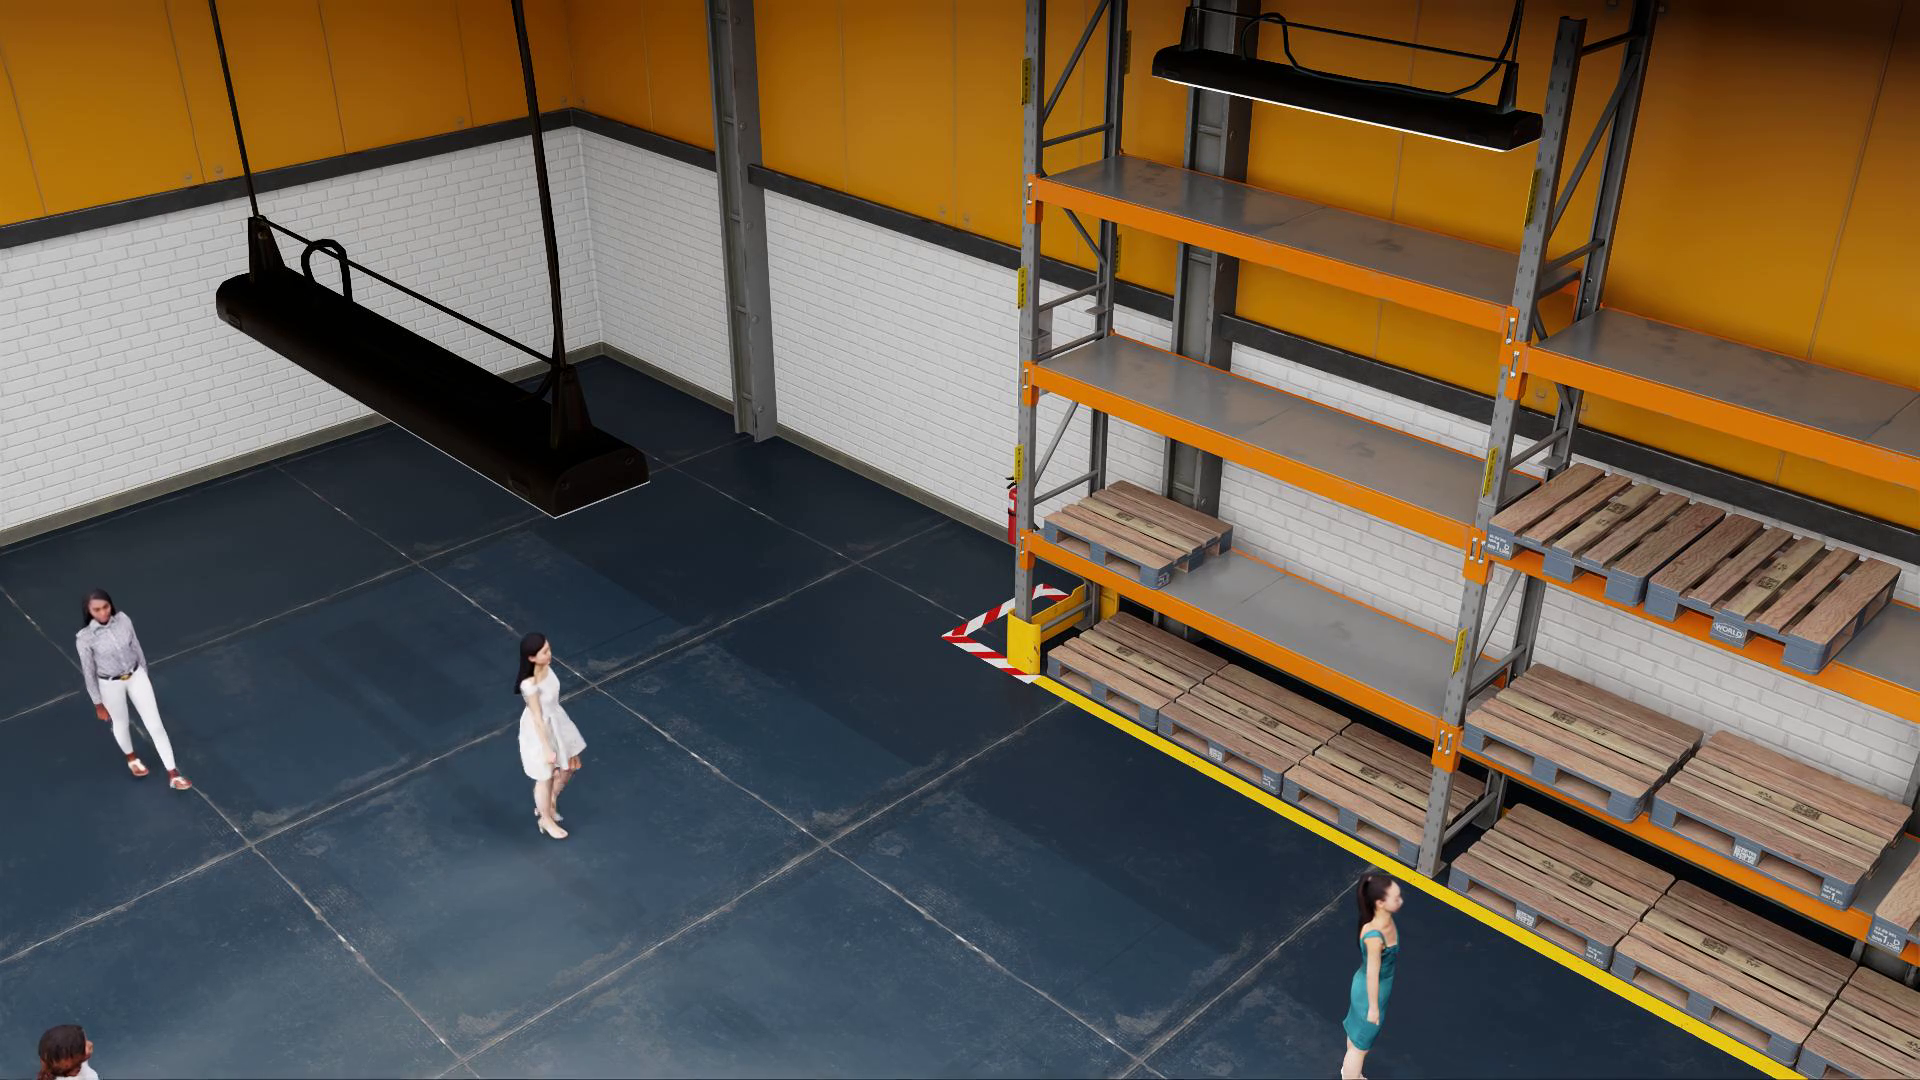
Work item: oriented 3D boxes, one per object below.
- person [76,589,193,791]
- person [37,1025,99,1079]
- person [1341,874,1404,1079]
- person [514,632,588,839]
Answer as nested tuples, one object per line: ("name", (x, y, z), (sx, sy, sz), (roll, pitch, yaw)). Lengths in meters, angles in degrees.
("person", (-6.391, 1.097, 12.619), (1.033, 1.691, 0.632), (25, 37, 37))
("person", (-4.642, 3.230, 8.693), (0.780, 1.705, 0.772), (-13, 31, -22))
("person", (2.414, 2.654, 9.769), (0.619, 1.686, 0.615), (10, 30, 17))
("person", (-3.062, 1.426, 11.937), (0.837, 1.766, 0.778), (4, 29, 7))
